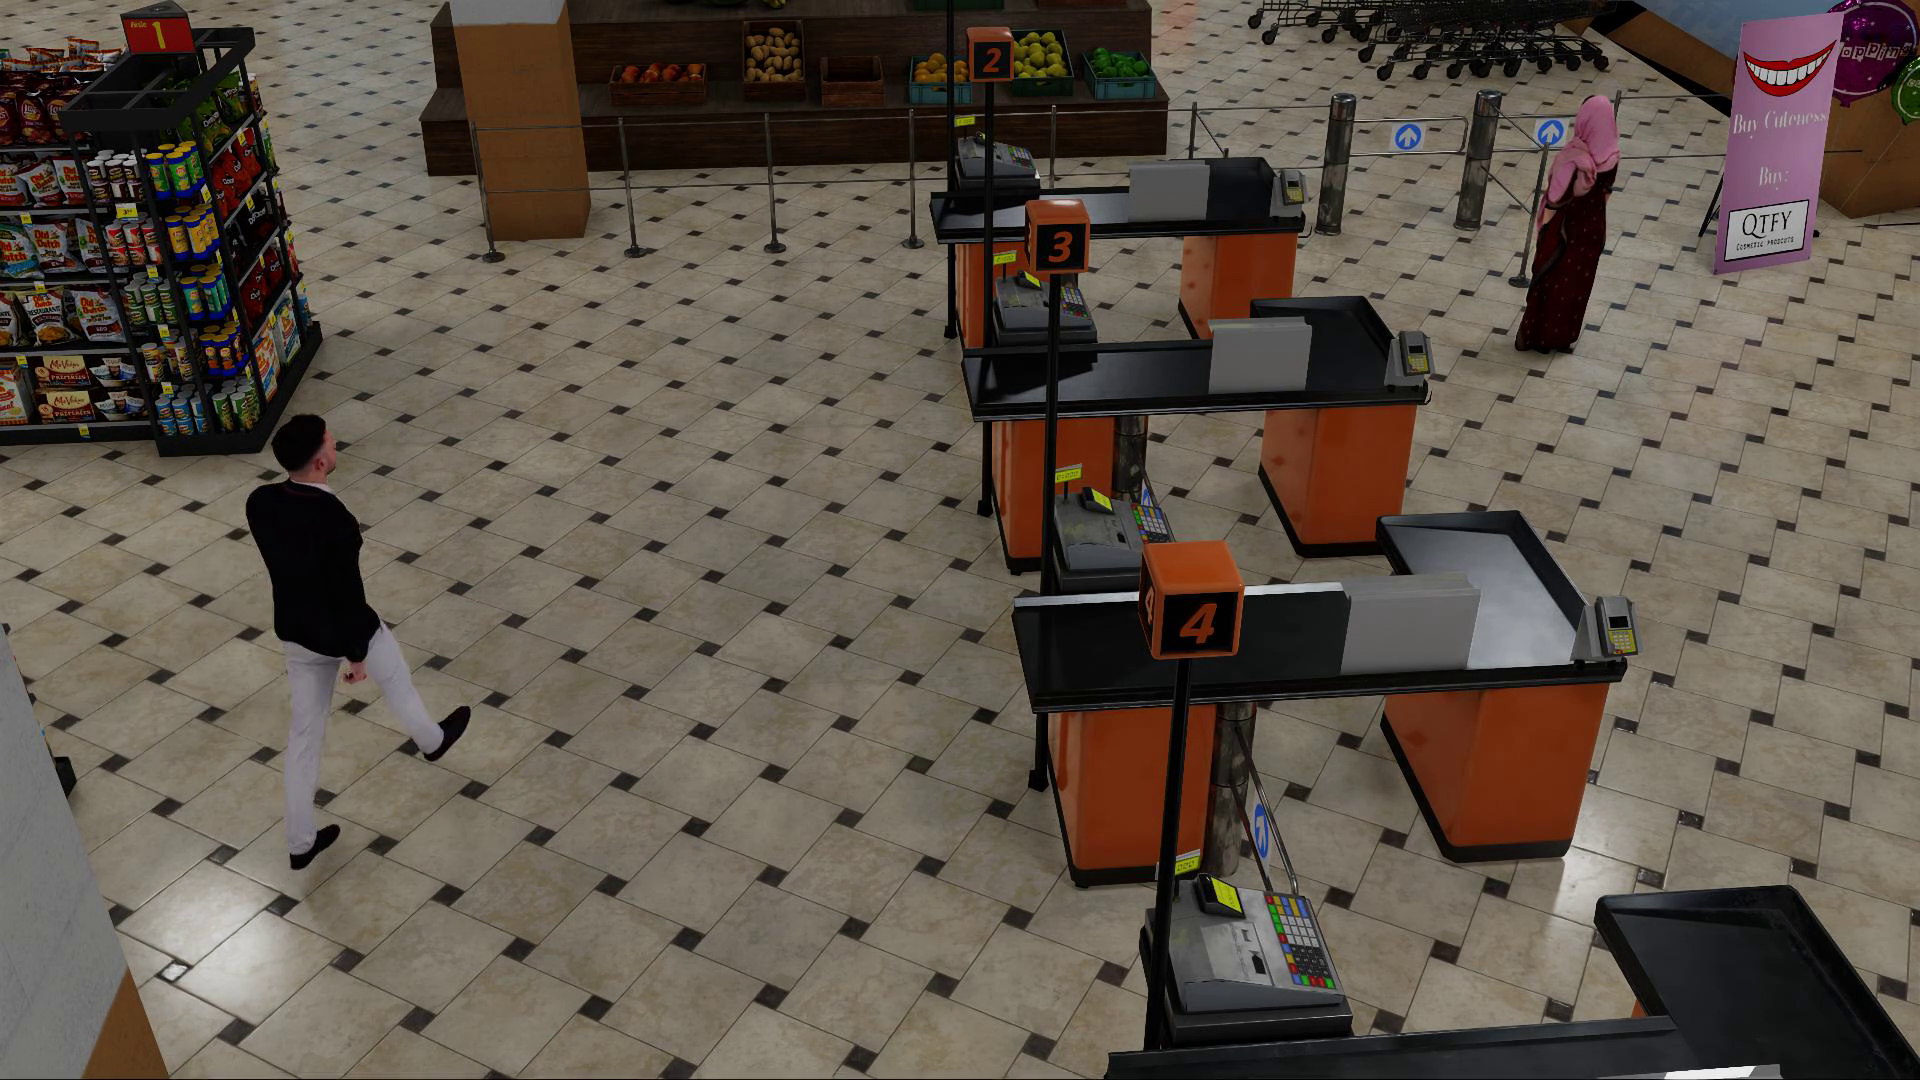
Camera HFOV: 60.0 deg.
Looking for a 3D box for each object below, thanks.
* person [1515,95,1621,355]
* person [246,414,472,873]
[{"bbox_3d":[3.767,-1.928,10.210,0.632,1.637,0.784,-11,34,-17],"label":"person"},{"bbox_3d":[-2.451,0.433,6.285,1.291,1.775,1.094,11,34,17],"label":"person"}]
